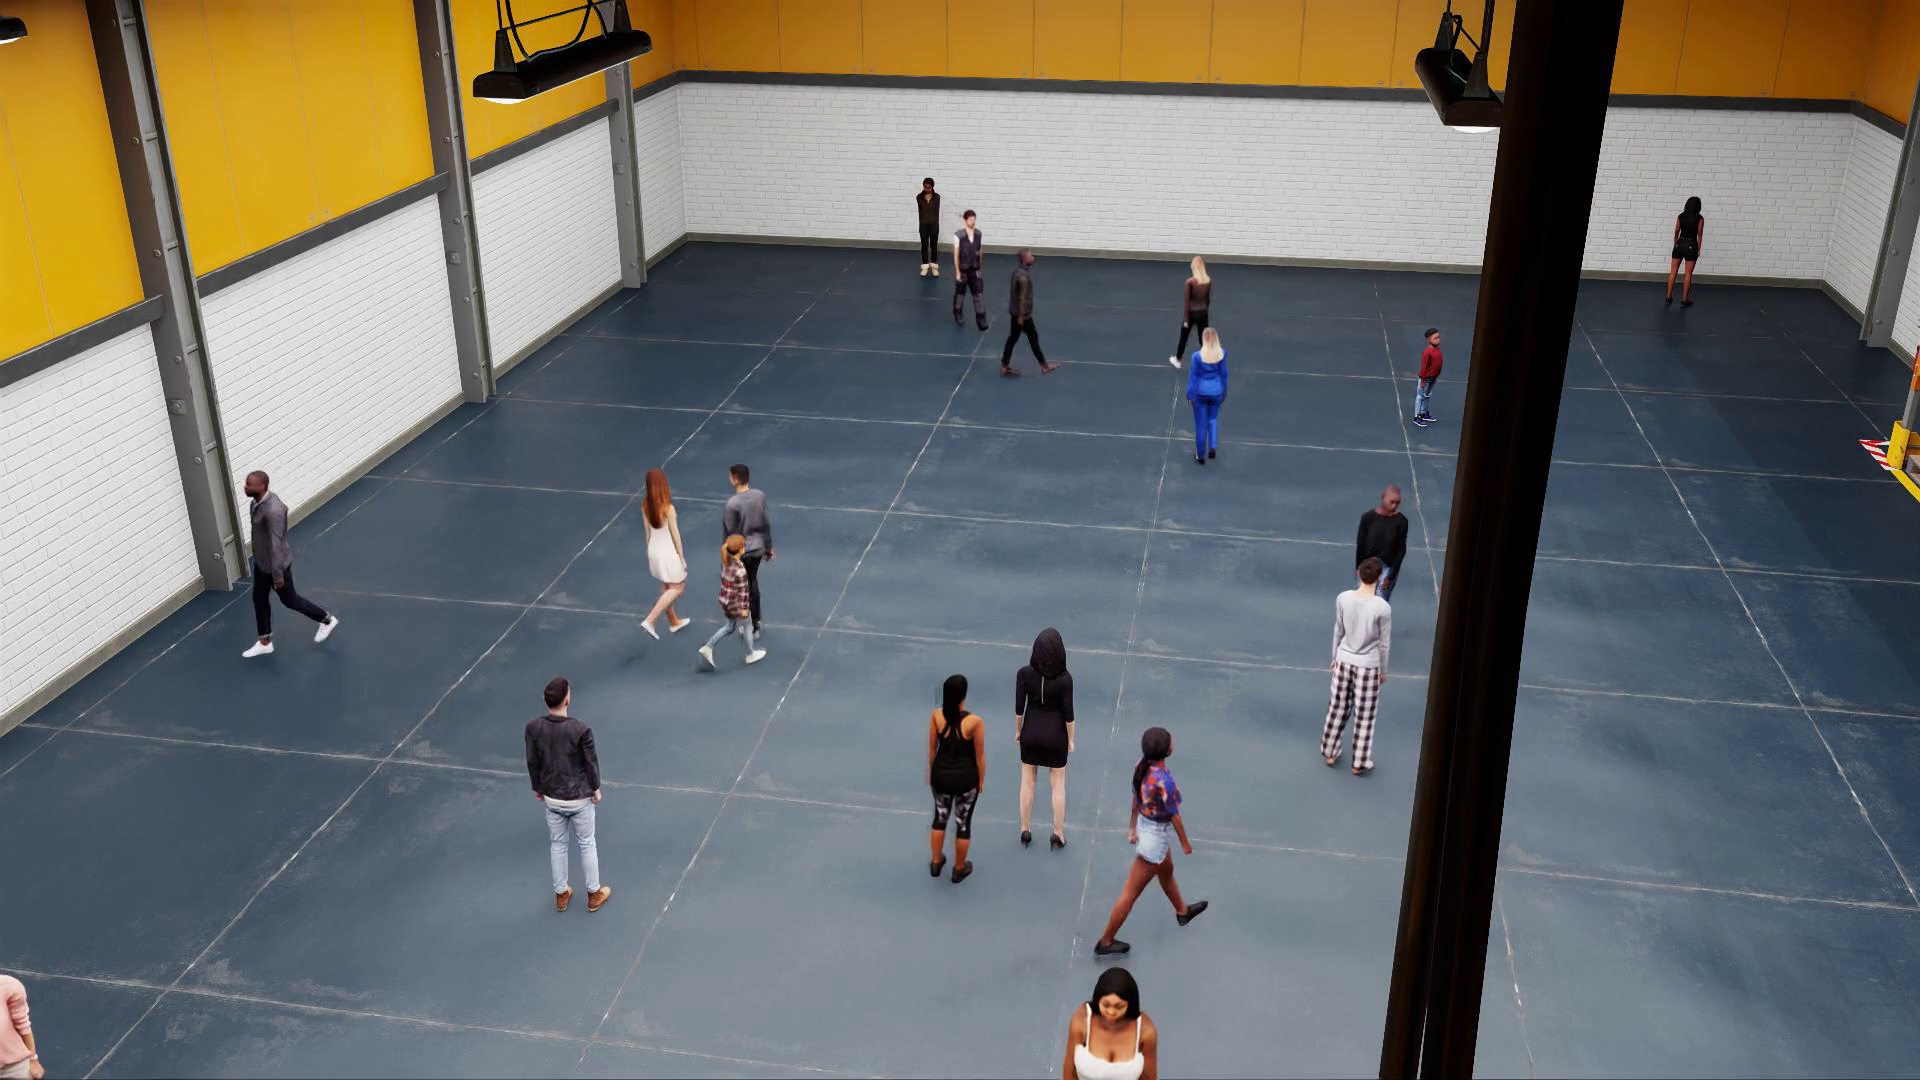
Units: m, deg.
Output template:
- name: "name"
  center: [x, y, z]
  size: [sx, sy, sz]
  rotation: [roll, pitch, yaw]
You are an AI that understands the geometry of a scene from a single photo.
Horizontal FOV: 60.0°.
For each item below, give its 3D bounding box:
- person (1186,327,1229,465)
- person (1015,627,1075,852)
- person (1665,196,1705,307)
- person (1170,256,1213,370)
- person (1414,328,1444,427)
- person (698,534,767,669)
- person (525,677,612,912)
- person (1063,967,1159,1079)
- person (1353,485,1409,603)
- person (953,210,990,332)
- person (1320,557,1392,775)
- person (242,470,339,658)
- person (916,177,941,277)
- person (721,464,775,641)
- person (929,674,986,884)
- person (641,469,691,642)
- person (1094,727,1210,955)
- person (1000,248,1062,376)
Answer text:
- name: "person"
  center: [2.987, -1.691, 19.884]
  size: [0.739, 1.693, 0.747]
  rotation: [-5, 24, -10]
- name: "person"
  center: [0.623, 1.503, 12.442]
  size: [0.625, 1.802, 0.530]
  rotation: [7, 24, 15]
- name: "person"
  center: [11.567, -4.612, 26.508]
  size: [0.670, 1.741, 0.688]
  rotation: [21, 31, 40]
- name: "person"
  center: [3.329, -3.045, 23.027]
  size: [1.045, 1.656, 1.197]
  rotation: [-11, 26, -24]
- name: "person"
  center: [6.025, -2.117, 21.405]
  size: [0.643, 1.255, 0.558]
  rotation: [21, 31, 39]
- name: "person"
  center: [-2.120, 0.583, 15.191]
  size: [0.937, 1.285, 0.867]
  rotation: [-15, 28, -31]
- name: "person"
  center: [-2.768, 1.798, 11.724]
  size: [0.662, 1.836, 0.547]
  rotation: [2, 24, 5]
- name: "person"
  center: [0.791, 3.007, 9.008]
  size: [0.675, 1.795, 0.644]
  rotation: [3, 24, 6]
- name: "person"
  center: [3.891, 0.282, 15.342]
  size: [0.730, 1.716, 0.770]
  rotation: [13, 27, 28]
- name: "person"
  center: [0.072, -4.085, 25.233]
  size: [1.074, 1.796, 1.283]
  rotation: [-9, 25, -20]
- name: "person"
  center: [3.232, 1.018, 13.503]
  size: [0.732, 1.840, 0.749]
  rotation: [17, 29, 34]
- name: "person"
  center: [-6.275, 0.201, 15.435]
  size: [1.253, 1.788, 1.151]
  rotation: [-19, 30, -36]
- name: "person"
  center: [-0.529, -5.351, 28.296]
  size: [0.618, 1.661, 0.669]
  rotation: [1, 24, 1]
- name: "person"
  center: [-1.965, 0.140, 15.633]
  size: [0.775, 1.743, 0.847]
  rotation: [-19, 30, -36]
- name: "person"
  center: [-0.051, 1.730, 12.102]
  size: [0.605, 1.658, 0.568]
  rotation: [7, 25, 16]
- name: "person"
  center: [-2.825, 0.169, 15.623]
  size: [0.815, 1.698, 1.001]
  rotation: [16, 28, 33]
- name: "person"
  center: [1.220, 2.082, 11.259]
  size: [1.064, 1.688, 1.174]
  rotation: [-9, 25, -19]
- name: "person"
  center: [0.764, -3.121, 23.024]
  size: [0.992, 1.799, 1.119]
  rotation: [-3, 24, -6]
